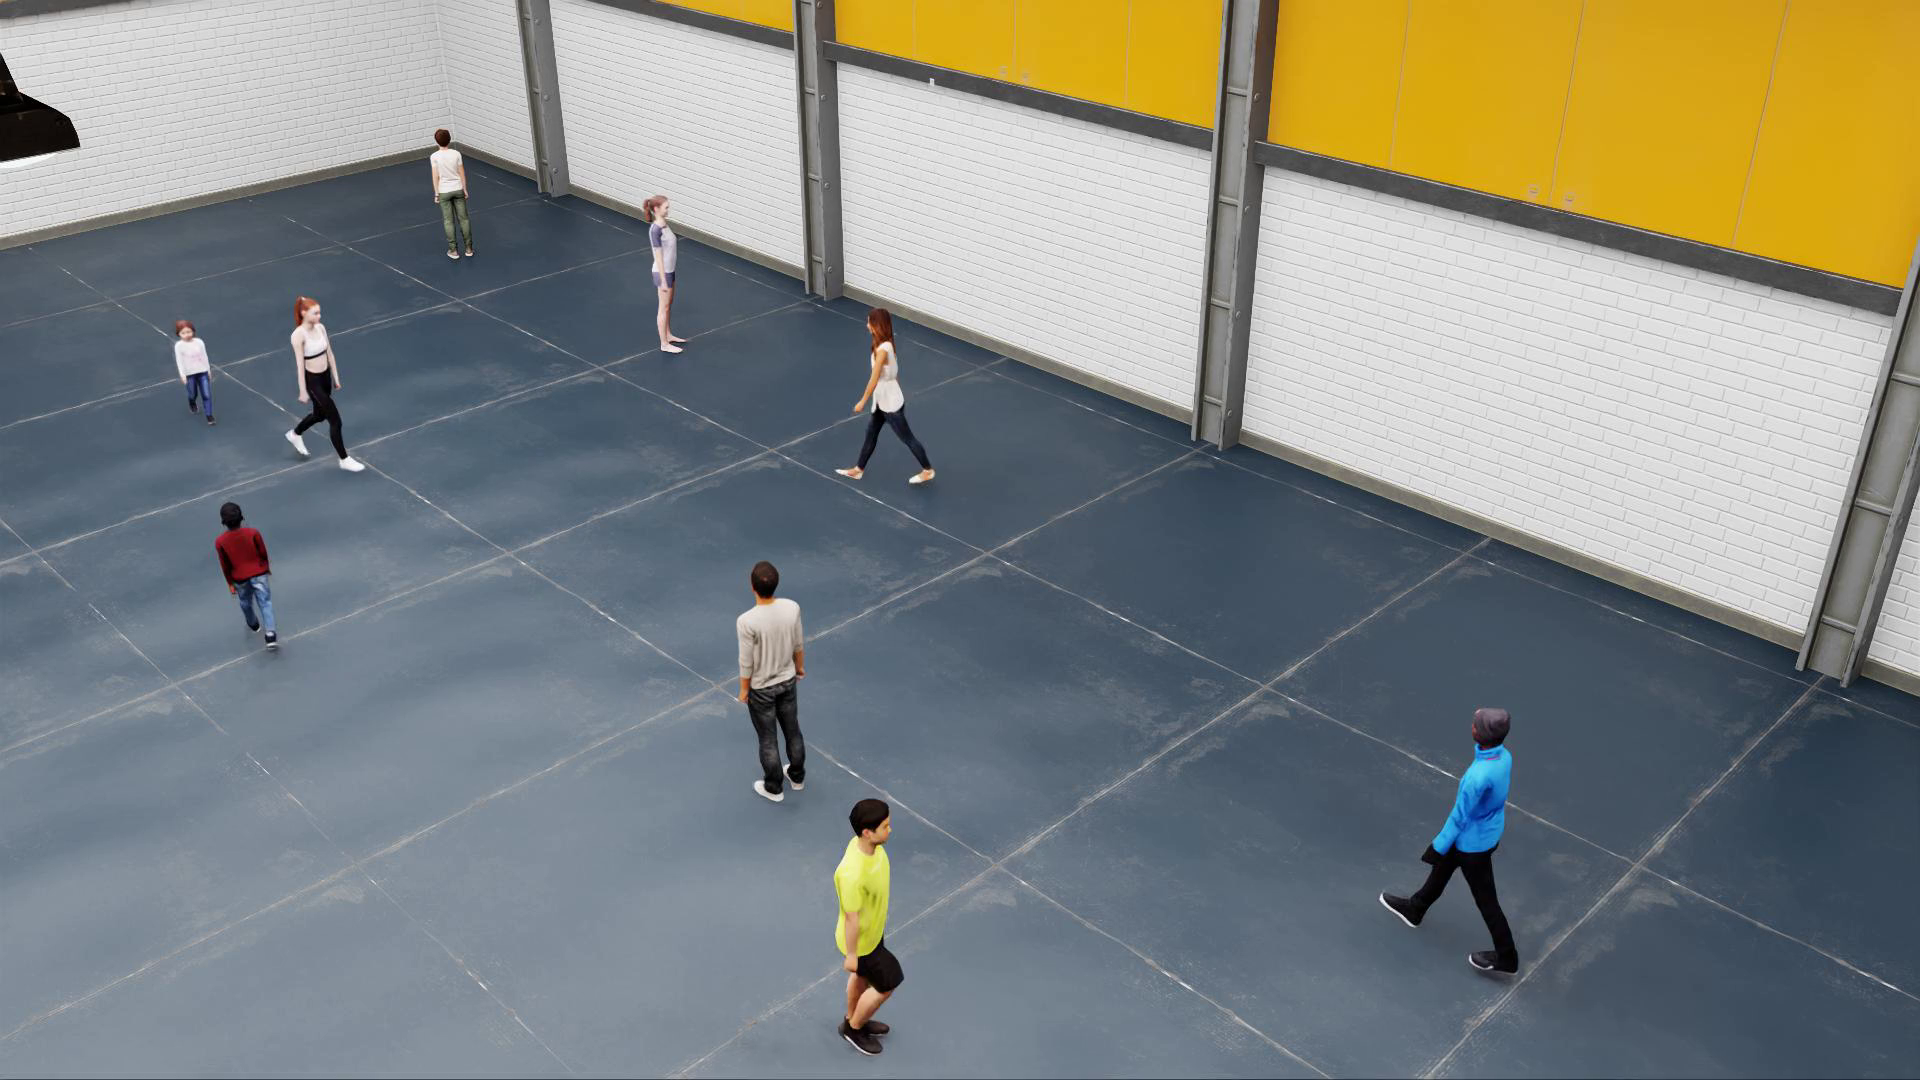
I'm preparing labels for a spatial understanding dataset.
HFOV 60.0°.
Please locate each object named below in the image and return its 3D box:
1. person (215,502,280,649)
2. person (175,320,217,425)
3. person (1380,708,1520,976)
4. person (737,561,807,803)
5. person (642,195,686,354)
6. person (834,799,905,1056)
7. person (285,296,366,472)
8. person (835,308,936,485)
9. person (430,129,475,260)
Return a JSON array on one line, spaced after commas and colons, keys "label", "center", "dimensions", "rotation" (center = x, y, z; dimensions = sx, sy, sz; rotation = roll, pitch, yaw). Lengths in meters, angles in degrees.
[{"label": "person", "center": [-5.597, 0.283, 13.113], "dimensions": [0.711, 1.252, 0.923], "rotation": [-11, 30, -19]}, {"label": "person", "center": [-7.821, -1.739, 16.977], "dimensions": [0.511, 1.101, 0.712], "rotation": [-18, 33, -29]}, {"label": "person", "center": [3.116, 1.816, 9.784], "dimensions": [1.196, 1.748, 0.773], "rotation": [19, 34, 31]}, {"label": "person", "center": [-1.268, 0.959, 11.289], "dimensions": [0.685, 1.812, 0.577], "rotation": [-20, 34, -32]}, {"label": "person", "center": [-3.308, -2.995, 18.584], "dimensions": [0.738, 1.766, 0.679], "rotation": [0, 29, 0]}, {"label": "person", "center": [-0.616, 2.152, 9.226], "dimensions": [0.819, 1.693, 0.775], "rotation": [4, 29, 7]}, {"label": "person", "center": [-6.201, -1.488, 15.879], "dimensions": [1.225, 1.711, 0.936], "rotation": [10, 30, 18]}, {"label": "person", "center": [-0.554, -1.271, 15.465], "dimensions": [1.107, 1.728, 1.148], "rotation": [-3, 29, -6]}, {"label": "person", "center": [-6.546, -4.458, 21.385], "dimensions": [0.644, 1.654, 0.624], "rotation": [-14, 32, -24]}]
